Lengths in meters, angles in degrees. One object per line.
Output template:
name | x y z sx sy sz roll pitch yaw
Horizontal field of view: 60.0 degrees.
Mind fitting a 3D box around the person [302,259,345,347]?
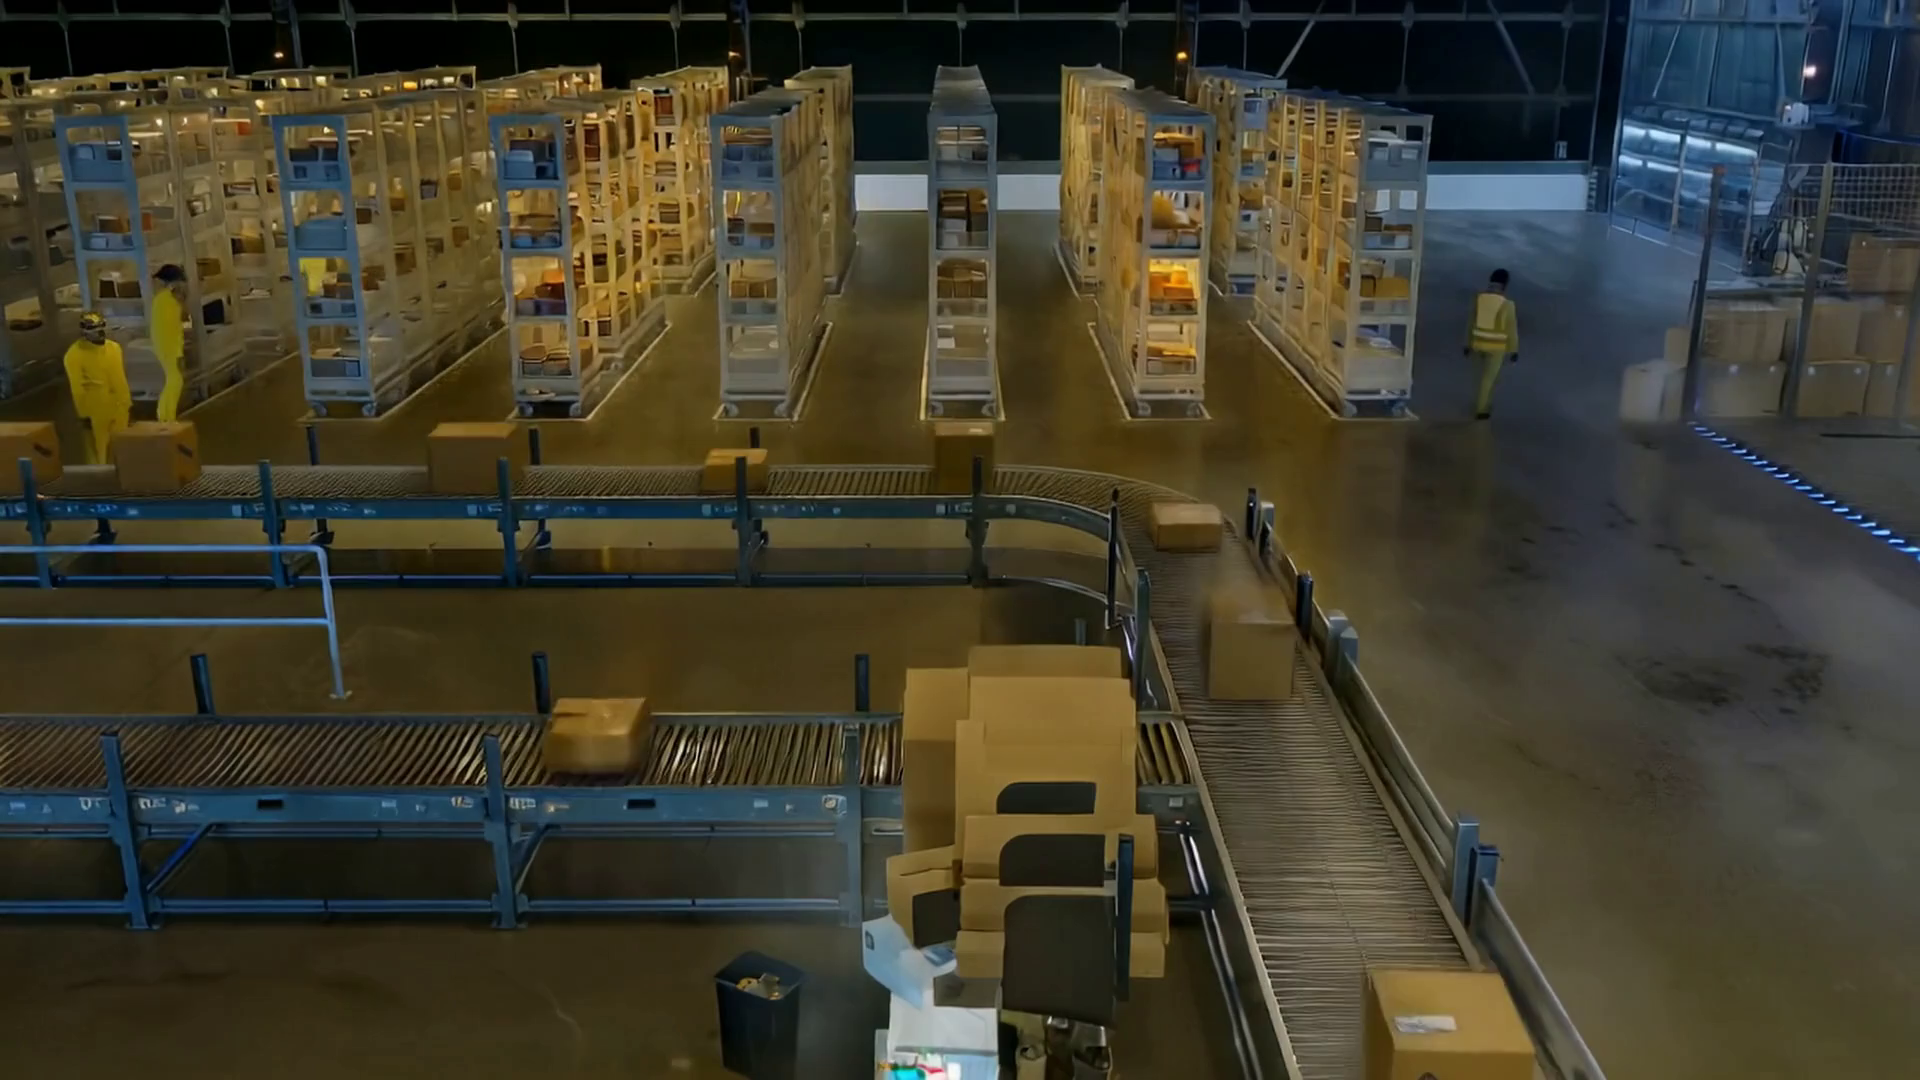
person | -8.746 -3.380 23.076 0.562 1.828 0.635 1 18 4

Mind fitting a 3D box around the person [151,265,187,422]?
person | -9.111 -2.190 19.222 0.537 1.966 0.630 -15 23 -39

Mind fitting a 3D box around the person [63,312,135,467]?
person | -8.533 -1.322 16.620 0.407 1.913 0.641 6 19 18

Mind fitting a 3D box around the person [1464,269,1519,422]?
person | 6.427 -2.343 19.931 0.776 1.800 0.629 -16 24 -41
